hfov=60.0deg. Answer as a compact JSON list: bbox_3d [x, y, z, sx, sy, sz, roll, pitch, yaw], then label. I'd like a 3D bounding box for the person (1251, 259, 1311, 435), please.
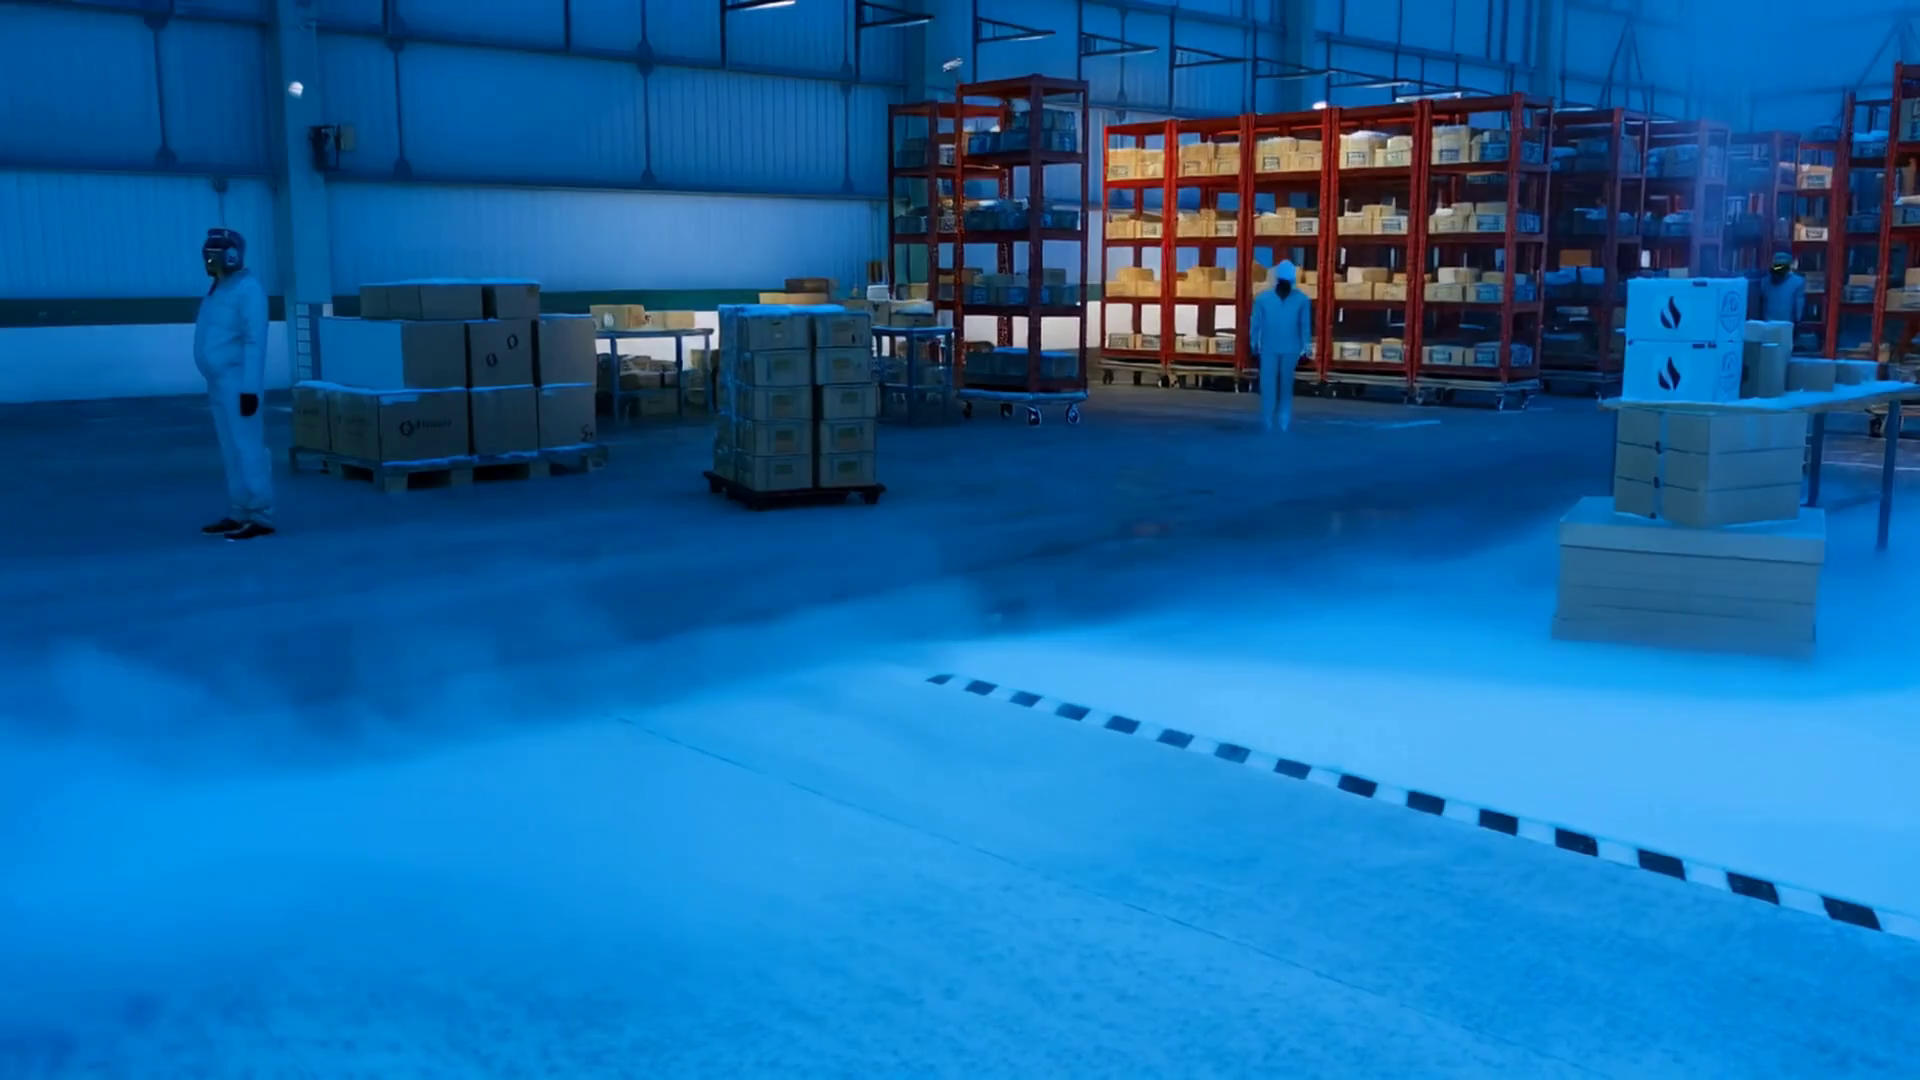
[{"bbox_3d":[3.170,-1.894,16.430,0.586,1.733,0.399,2,10,11],"label":"person"}]

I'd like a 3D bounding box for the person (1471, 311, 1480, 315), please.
[{"bbox_3d":[11.257,-5.211,36.206,0.600,1.804,0.826,5,11,30],"label":"person"}]

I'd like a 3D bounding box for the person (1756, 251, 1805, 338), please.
[{"bbox_3d":[10.581,-2.795,21.511,0.387,1.849,0.566,-9,13,-43],"label":"person"}]

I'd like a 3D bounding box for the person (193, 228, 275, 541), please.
[{"bbox_3d":[-4.499,-0.955,10.267,0.408,1.913,0.644,-9,13,-43],"label":"person"}]
